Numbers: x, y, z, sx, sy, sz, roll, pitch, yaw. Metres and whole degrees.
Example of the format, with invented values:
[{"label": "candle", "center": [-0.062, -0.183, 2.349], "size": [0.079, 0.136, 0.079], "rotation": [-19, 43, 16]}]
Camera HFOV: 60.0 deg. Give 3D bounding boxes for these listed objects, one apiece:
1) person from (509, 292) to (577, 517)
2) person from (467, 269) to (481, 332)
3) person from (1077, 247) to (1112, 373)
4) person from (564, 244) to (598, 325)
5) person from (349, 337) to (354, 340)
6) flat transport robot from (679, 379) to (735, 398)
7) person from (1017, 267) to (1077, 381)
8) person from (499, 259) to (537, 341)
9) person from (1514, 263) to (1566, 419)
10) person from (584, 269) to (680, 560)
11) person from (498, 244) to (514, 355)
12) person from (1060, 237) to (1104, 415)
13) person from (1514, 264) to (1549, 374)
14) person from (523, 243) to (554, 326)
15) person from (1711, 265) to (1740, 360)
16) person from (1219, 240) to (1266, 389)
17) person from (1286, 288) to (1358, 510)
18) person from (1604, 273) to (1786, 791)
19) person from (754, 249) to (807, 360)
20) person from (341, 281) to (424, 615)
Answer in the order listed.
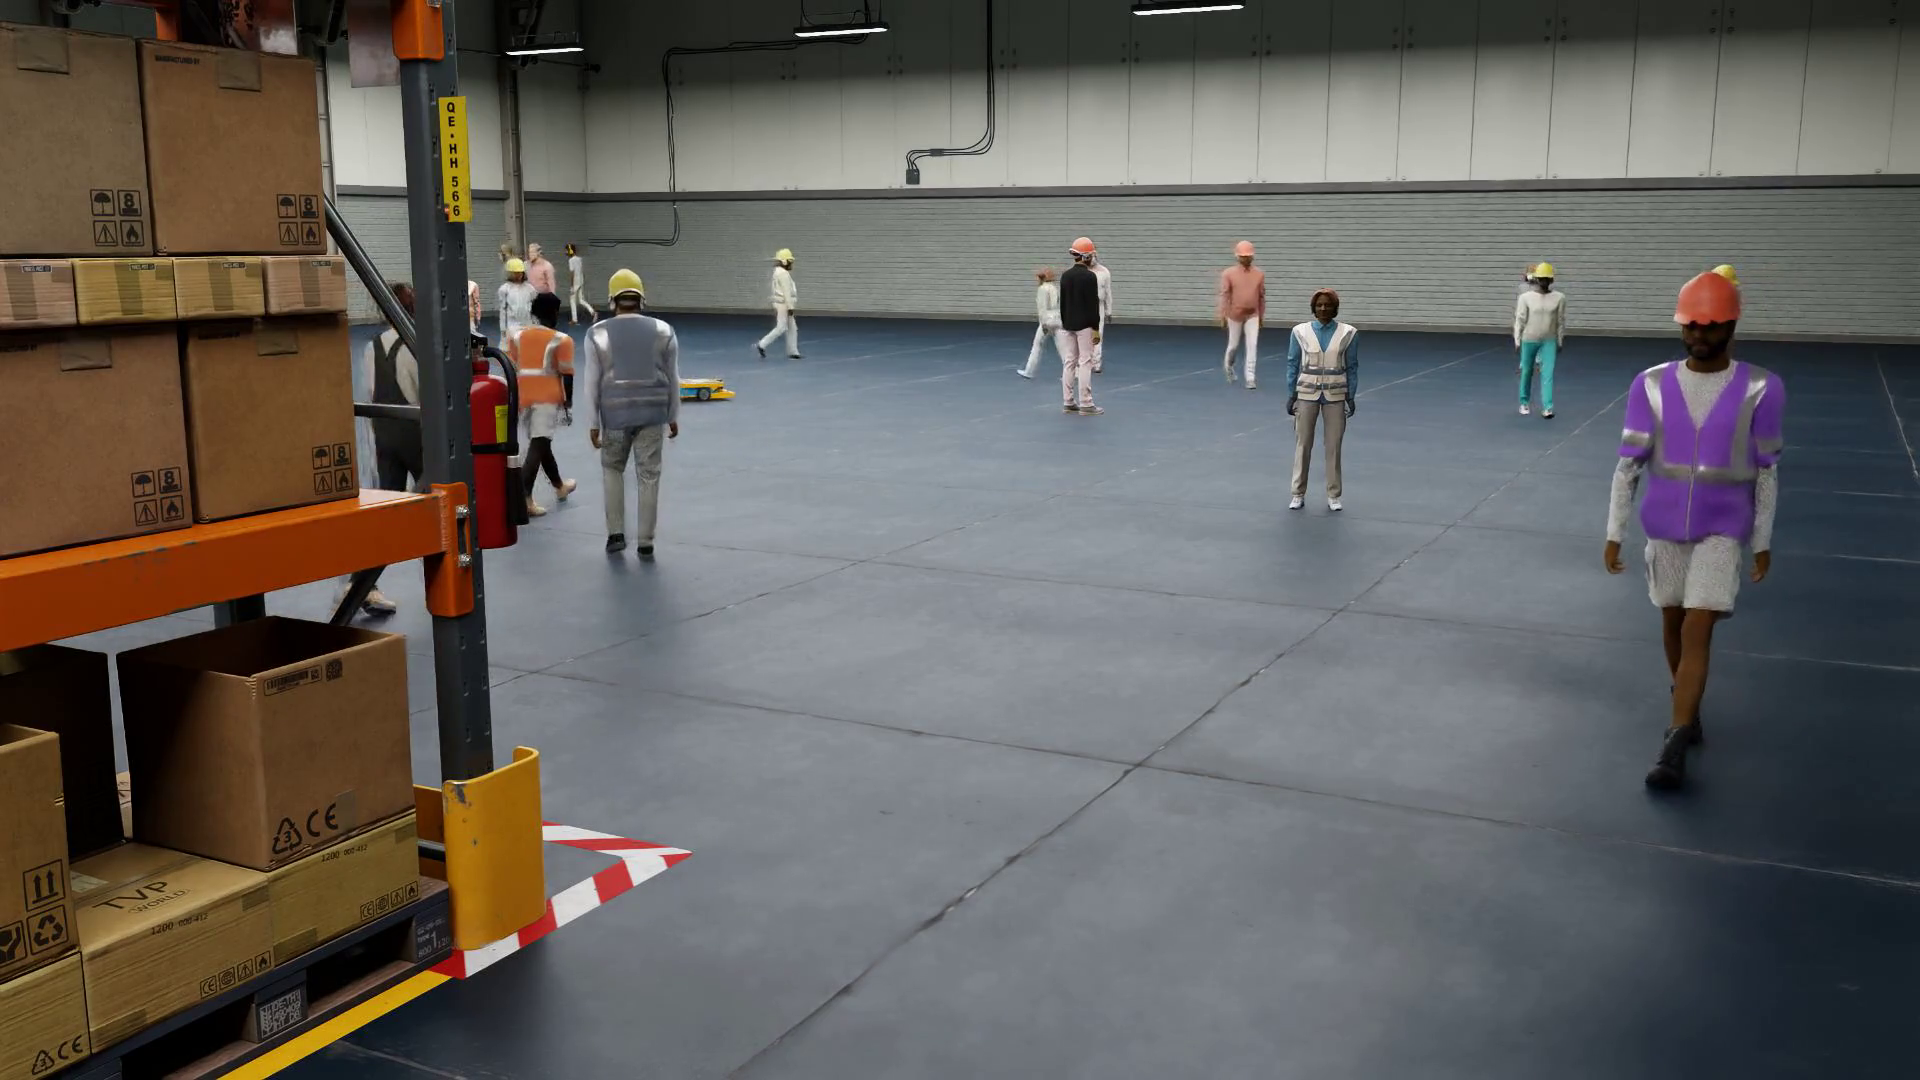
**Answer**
[{"label": "person", "center": [-3.068, -1.009, 12.233], "size": [0.544, 1.599, 1.014], "rotation": [4, 11, 21]}, {"label": "person", "center": [-7.164, -3.165, 23.950], "size": [0.528, 1.628, 0.324], "rotation": [-3, 11, -15]}, {"label": "person", "center": [1.919, -3.438, 24.770], "size": [0.681, 1.874, 0.782], "rotation": [0, 10, -2]}, {"label": "person", "center": [-8.589, -5.745, 37.456], "size": [0.722, 1.836, 0.578], "rotation": [4, 11, 19]}, {"label": "person", "center": [-11.779, -4.456, 31.057], "size": [0.810, 1.599, 0.514], "rotation": [-1, 10, -7]}, {"label": "flat transport robot", "center": [-3.555, -1.849, 20.456], "size": [1.431, 0.197, 0.652], "rotation": [-5, 11, -25]}, {"label": "person", "center": [1.244, -3.002, 23.176], "size": [0.900, 1.587, 0.531], "rotation": [7, 12, 32]}, {"label": "person", "center": [-5.800, -2.823, 21.816], "size": [0.490, 1.723, 0.708], "rotation": [-7, 13, -35]}, {"label": "person", "center": [6.453, -2.220, 18.540], "size": [0.549, 1.715, 0.924], "rotation": [2, 11, 8]}, {"label": "person", "center": [-2.057, -0.783, 10.459], "size": [0.598, 1.810, 0.552], "rotation": [-3, 11, -15]}, {"label": "person", "center": [-7.493, -4.061, 28.110], "size": [0.946, 1.886, 0.655], "rotation": [-5, 11, -23]}, {"label": "person", "center": [1.374, -2.411, 18.818], "size": [0.379, 1.995, 0.612], "rotation": [-8, 13, -36]}, {"label": "person", "center": [8.423, -3.251, 24.459], "size": [0.790, 1.605, 0.504], "rotation": [-7, 13, -35]}, {"label": "person", "center": [-7.205, -4.127, 28.455], "size": [0.652, 1.885, 0.764], "rotation": [5, 11, 25]}, {"label": "person", "center": [6.545, -1.488, 14.407], "size": [0.533, 1.768, 0.310], "rotation": [-8, 13, -37]}, {"label": "person", "center": [3.766, -3.020, 22.260], "size": [0.640, 1.961, 0.896], "rotation": [-1, 10, -4]}, {"label": "person", "center": [2.667, -1.035, 12.284], "size": [0.522, 1.640, 0.306], "rotation": [2, 11, 11]}, {"label": "person", "center": [2.785, -0.066, 6.330], "size": [0.564, 1.889, 0.993], "rotation": [7, 13, 34]}, {"label": "person", "center": [-2.914, -3.795, 26.877], "size": [0.772, 1.812, 0.580], "rotation": [-1, 10, -4]}, {"label": "person", "center": [-3.025, -0.501, 9.012], "size": [0.574, 1.789, 0.943], "rotation": [5, 11, 23]}]
